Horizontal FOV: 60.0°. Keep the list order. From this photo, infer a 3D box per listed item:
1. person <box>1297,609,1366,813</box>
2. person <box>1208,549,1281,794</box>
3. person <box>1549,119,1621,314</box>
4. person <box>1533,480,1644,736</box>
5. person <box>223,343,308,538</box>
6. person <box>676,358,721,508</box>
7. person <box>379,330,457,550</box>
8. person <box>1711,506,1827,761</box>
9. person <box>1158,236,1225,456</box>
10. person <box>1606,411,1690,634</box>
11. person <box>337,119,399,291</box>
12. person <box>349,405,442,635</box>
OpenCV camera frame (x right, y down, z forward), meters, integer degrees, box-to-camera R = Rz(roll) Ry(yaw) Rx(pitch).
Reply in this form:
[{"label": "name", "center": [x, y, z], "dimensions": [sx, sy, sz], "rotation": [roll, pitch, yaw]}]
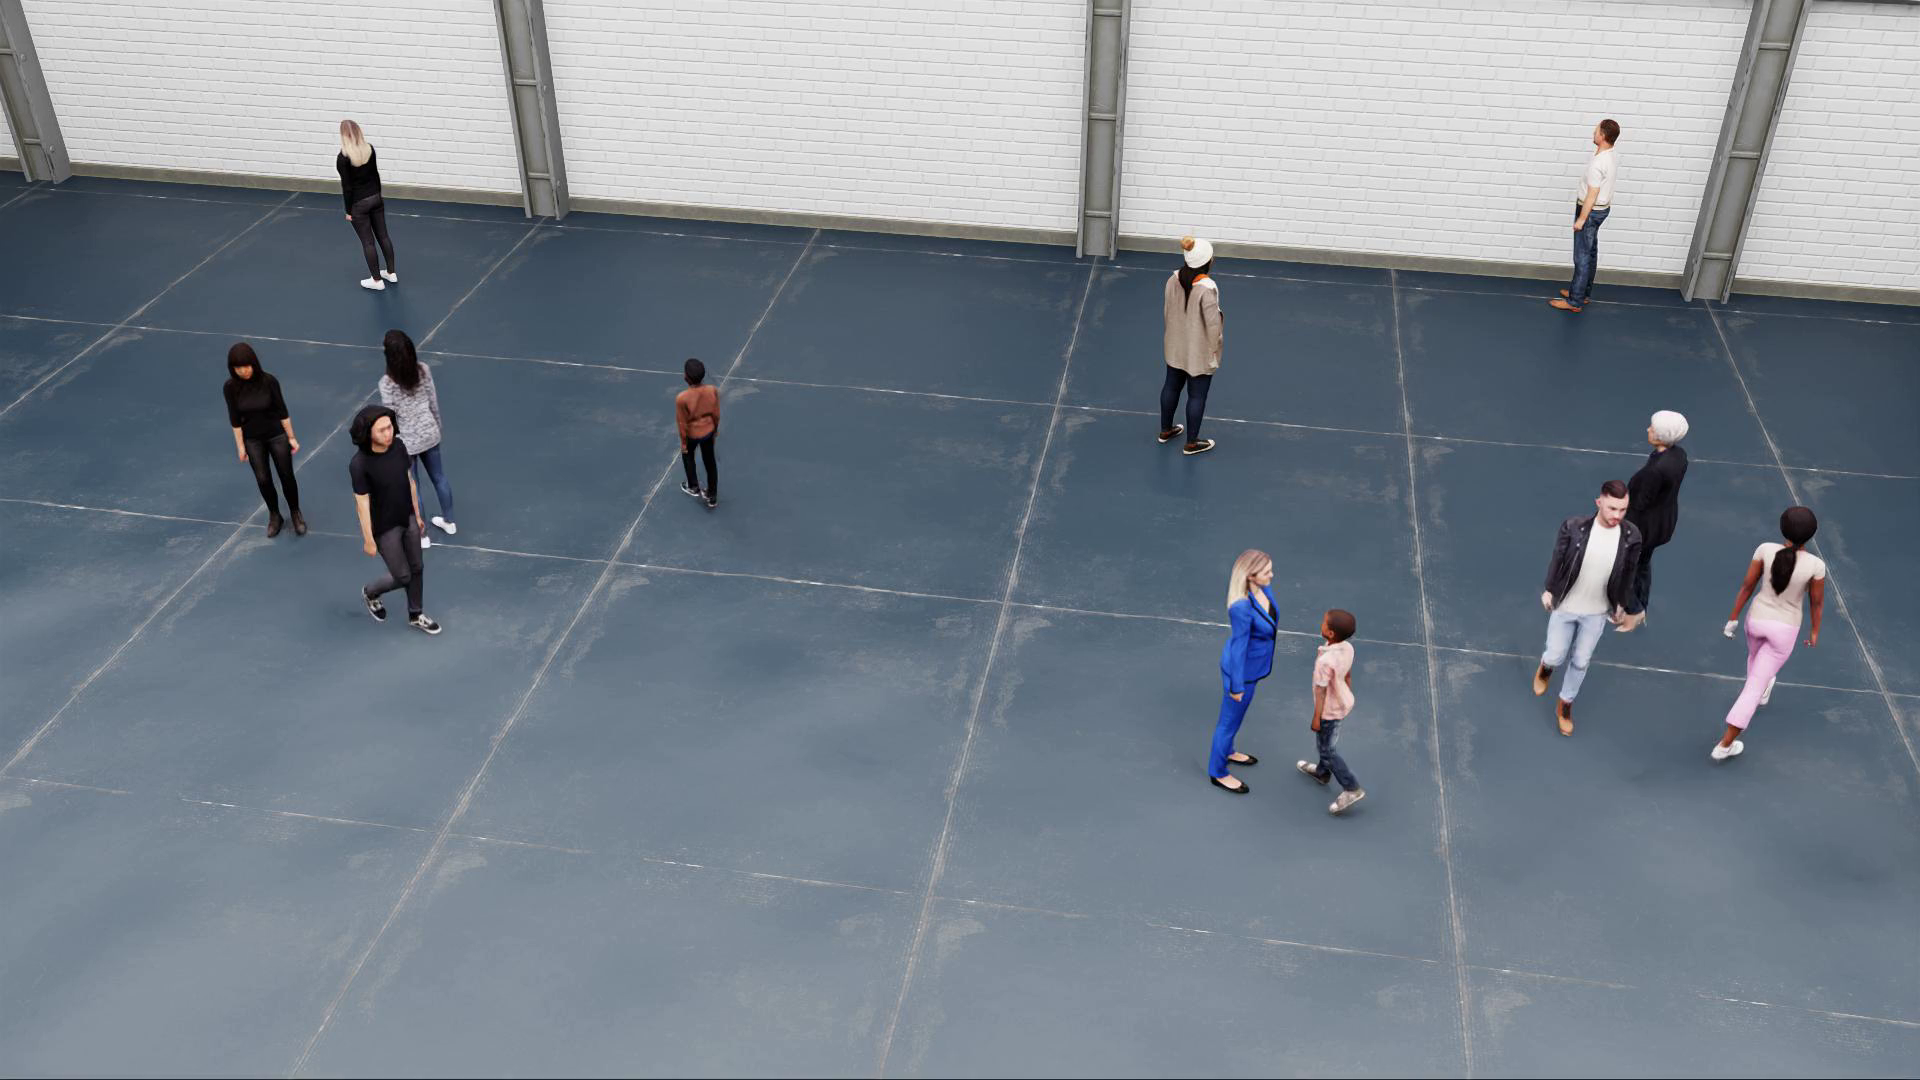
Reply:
[{"label": "person", "center": [2.298, 1.024, 10.061], "dimensions": [0.836, 1.291, 0.731], "rotation": [20, 39, 27]}, {"label": "person", "center": [1.695, 0.765, 10.080], "dimensions": [0.594, 1.700, 0.657], "rotation": [11, 35, 16]}, {"label": "person", "center": [5.977, -3.070, 15.710], "dimensions": [0.730, 1.855, 0.748], "rotation": [22, 40, 30]}, {"label": "person", "center": [3.938, 0.369, 10.568], "dimensions": [0.686, 1.820, 0.713], "rotation": [6, 34, 9]}, {"label": "person", "center": [-5.197, -0.775, 12.461], "dimensions": [0.630, 1.631, 0.730], "rotation": [-11, 35, -16]}, {"label": "person", "center": [-1.991, -0.804, 12.854], "dimensions": [0.695, 1.243, 0.754], "rotation": [-20, 38, -27]}, {"label": "person", "center": [-4.044, -0.761, 12.347], "dimensions": [0.687, 1.733, 0.689], "rotation": [24, 41, 32]}, {"label": "person", "center": [4.978, 0.620, 10.316], "dimensions": [1.144, 1.681, 1.191], "rotation": [-27, 42, -34]}, {"label": "person", "center": [1.857, -1.598, 13.465], "dimensions": [0.873, 1.890, 0.799], "rotation": [-26, 42, -33]}, {"label": "person", "center": [4.581, -0.078, 10.958], "dimensions": [0.886, 1.771, 0.835], "rotation": [-26, 42, -34]}, {"label": "person", "center": [-5.765, -3.257, 16.143], "dimensions": [0.652, 1.687, 0.674], "rotation": [18, 38, 26]}, {"label": "person", "center": [-3.937, -0.156, 11.363], "dimensions": [0.871, 1.815, 0.762], "rotation": [17, 37, 23]}]
